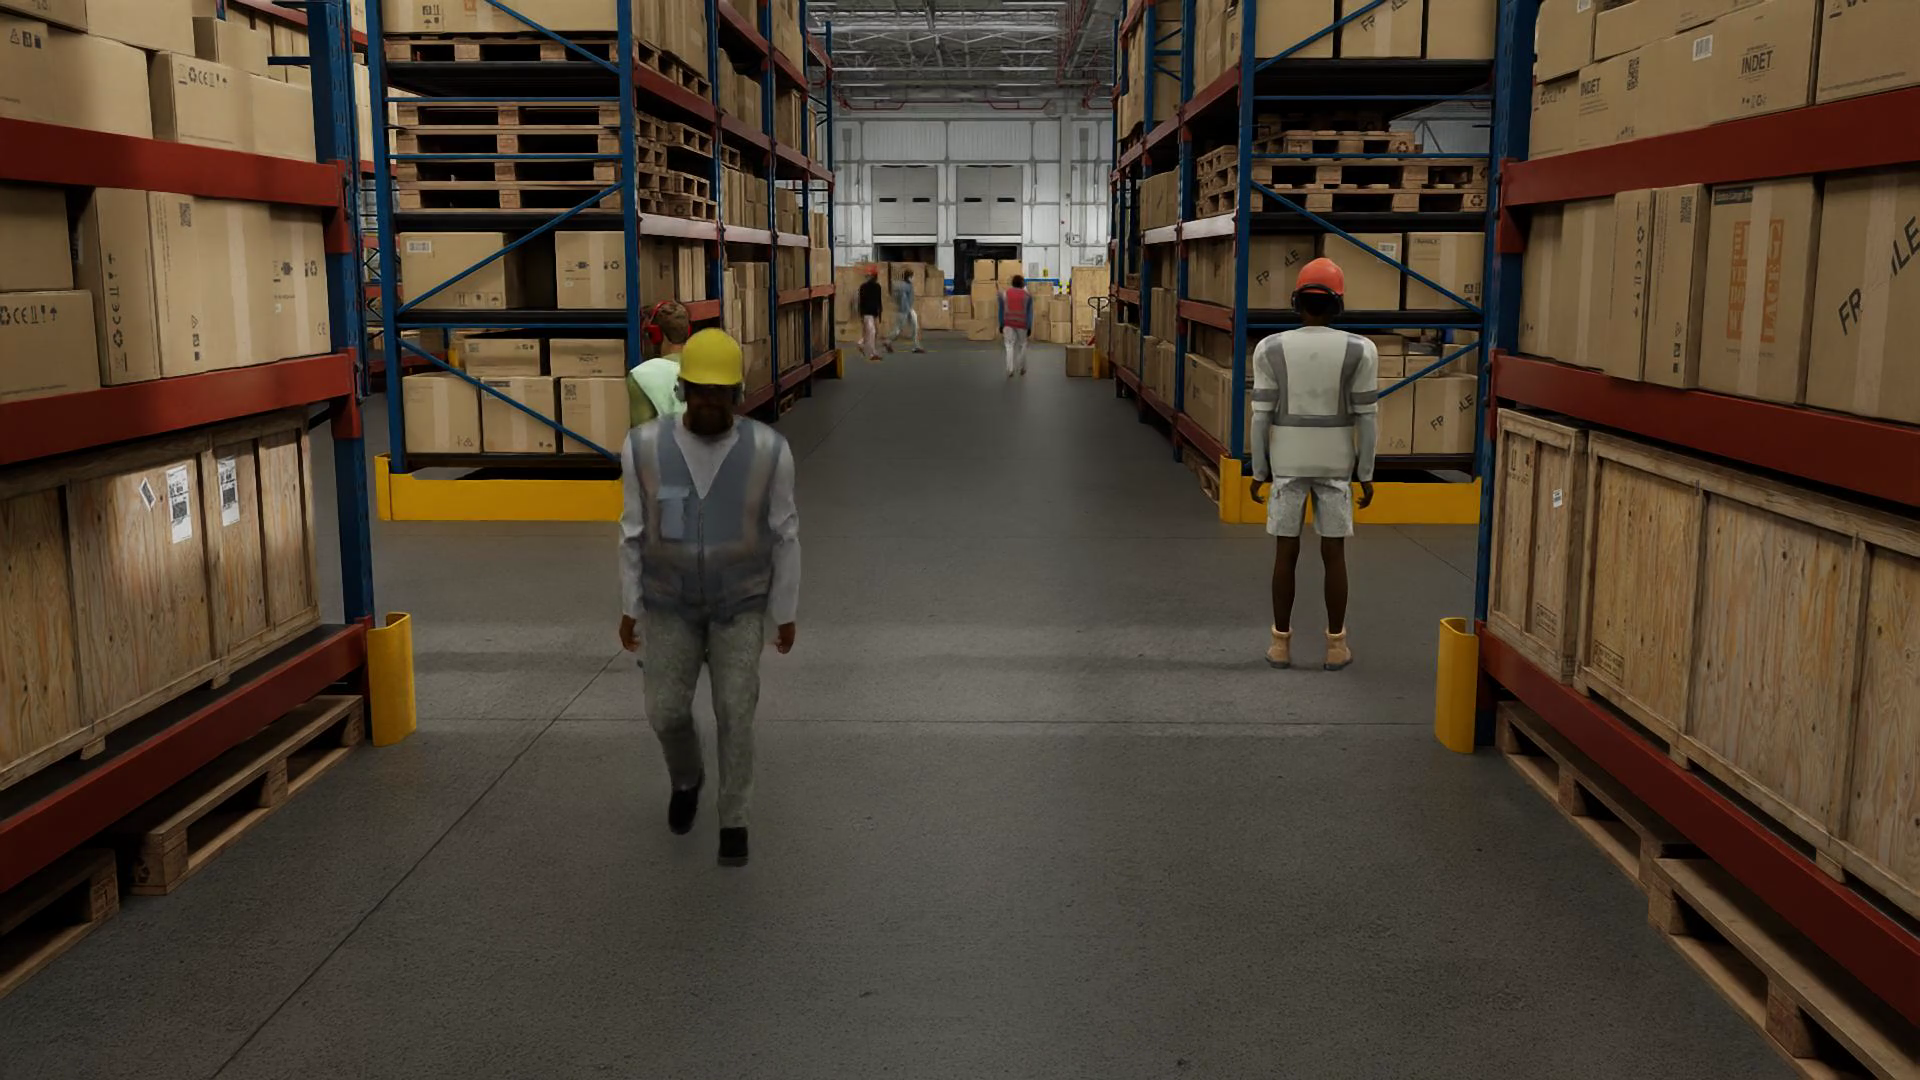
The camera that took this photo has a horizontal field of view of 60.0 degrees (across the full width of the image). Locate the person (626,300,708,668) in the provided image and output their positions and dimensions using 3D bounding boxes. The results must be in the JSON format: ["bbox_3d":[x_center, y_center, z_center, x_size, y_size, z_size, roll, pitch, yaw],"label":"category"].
[{"bbox_3d":[-1.387,-0.259,8.248,0.382,1.837,0.567,7,12,38],"label":"person"}]

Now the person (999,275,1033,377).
[{"bbox_3d":[0.995,-3.802,29.601,0.633,1.801,0.956,1,10,8],"label":"person"}]

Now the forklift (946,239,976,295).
[{"bbox_3d":[0.147,-8.977,57.332,1.873,2.768,1.129,7,12,36],"label":"forklift"}]

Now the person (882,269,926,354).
[{"bbox_3d":[-1.260,-5.078,36.953,0.894,1.900,0.629,5,11,26],"label":"person"}]

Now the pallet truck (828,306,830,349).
[{"bbox_3d":[-3.100,-3.940,29.800,1.885,1.965,0.823,3,10,19],"label":"pallet truck"}]

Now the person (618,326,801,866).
[{"bbox_3d":[-0.836,0.193,5.582,0.614,1.814,0.438,-1,10,-5],"label":"person"}]

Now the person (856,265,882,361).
[{"bbox_3d":[-1.892,-4.692,34.377,0.717,1.974,0.623,8,12,38],"label":"person"}]

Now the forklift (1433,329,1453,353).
[{"bbox_3d":[10.977,-5.337,35.531,1.129,2.768,1.873,0,9,1],"label":"forklift"}]

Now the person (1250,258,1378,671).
[{"bbox_3d":[1.750,-0.367,8.265,0.615,2.041,0.376,2,10,12],"label":"person"}]
